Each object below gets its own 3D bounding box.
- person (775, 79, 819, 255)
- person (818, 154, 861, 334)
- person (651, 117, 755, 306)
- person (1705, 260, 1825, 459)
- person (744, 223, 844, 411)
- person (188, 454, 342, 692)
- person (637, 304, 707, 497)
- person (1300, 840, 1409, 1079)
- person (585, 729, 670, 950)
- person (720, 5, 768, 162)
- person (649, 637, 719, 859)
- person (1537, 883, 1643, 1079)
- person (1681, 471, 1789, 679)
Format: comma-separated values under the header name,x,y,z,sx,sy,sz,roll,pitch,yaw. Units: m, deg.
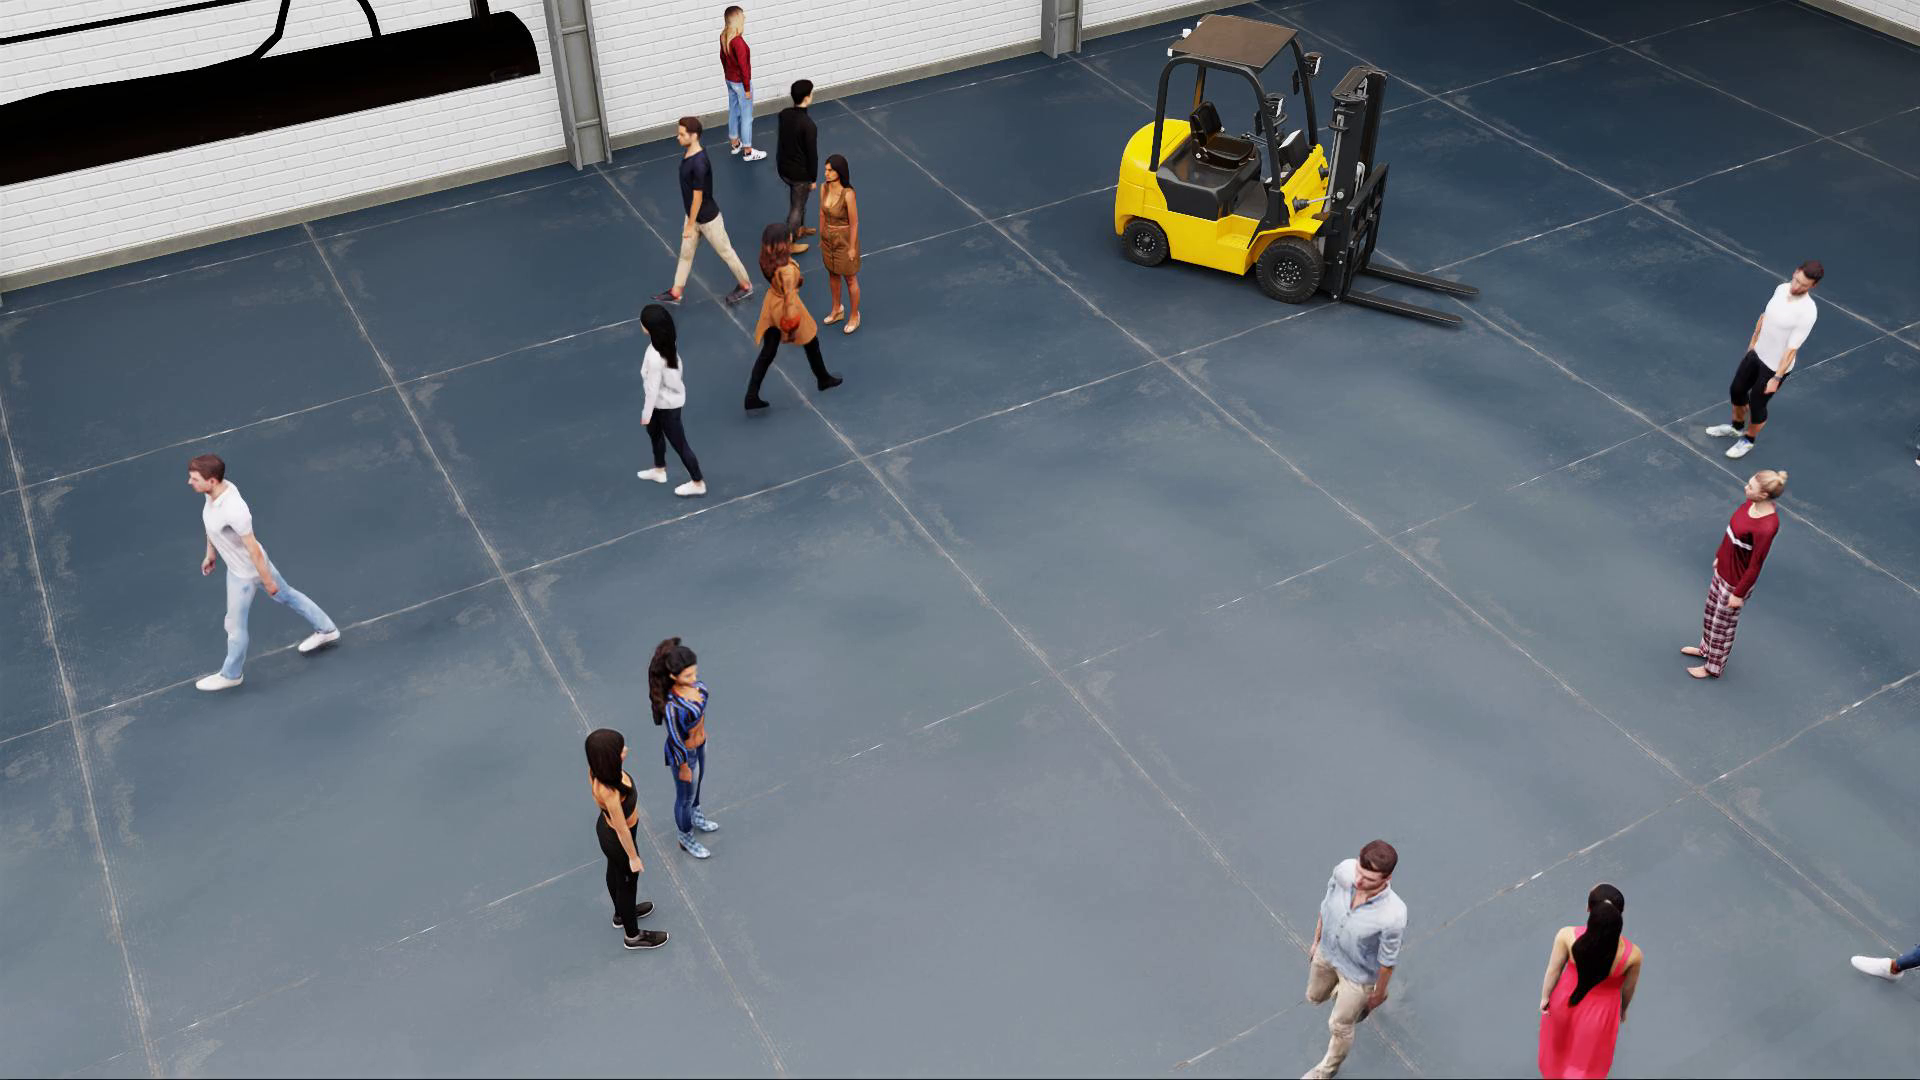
name,x,y,z,sx,sy,sz,roll,pitch,yaw
person,-1.605,-3.520,15.815,0.822,1.697,0.744,-29,47,-32
person,-1.059,-2.624,14.698,0.629,1.690,0.612,28,46,30
person,-2.217,-2.925,14.984,1.172,1.803,0.708,-18,42,-21
person,6.398,-1.435,13.105,0.703,1.820,0.800,2,39,2
person,-1.526,-1.789,13.671,1.160,1.668,0.747,-22,44,-25
person,-4.676,0.152,11.135,1.187,1.798,0.631,-20,43,-24
person,-2.146,-1.038,12.720,0.935,1.681,0.840,0,39,0
person,2.087,2.146,8.612,0.874,1.832,0.634,-21,43,-24
person,-1.927,1.670,9.359,0.507,1.643,0.573,-16,41,-19
person,-2.323,-4.814,17.486,0.539,1.634,0.621,-25,45,-28
person,-1.626,1.238,9.920,0.743,1.619,0.701,6,39,7
person,3.111,2.426,8.368,0.908,1.698,1.104,22,43,25
person,5.194,0.218,11.130,0.713,1.703,0.687,5,39,6
